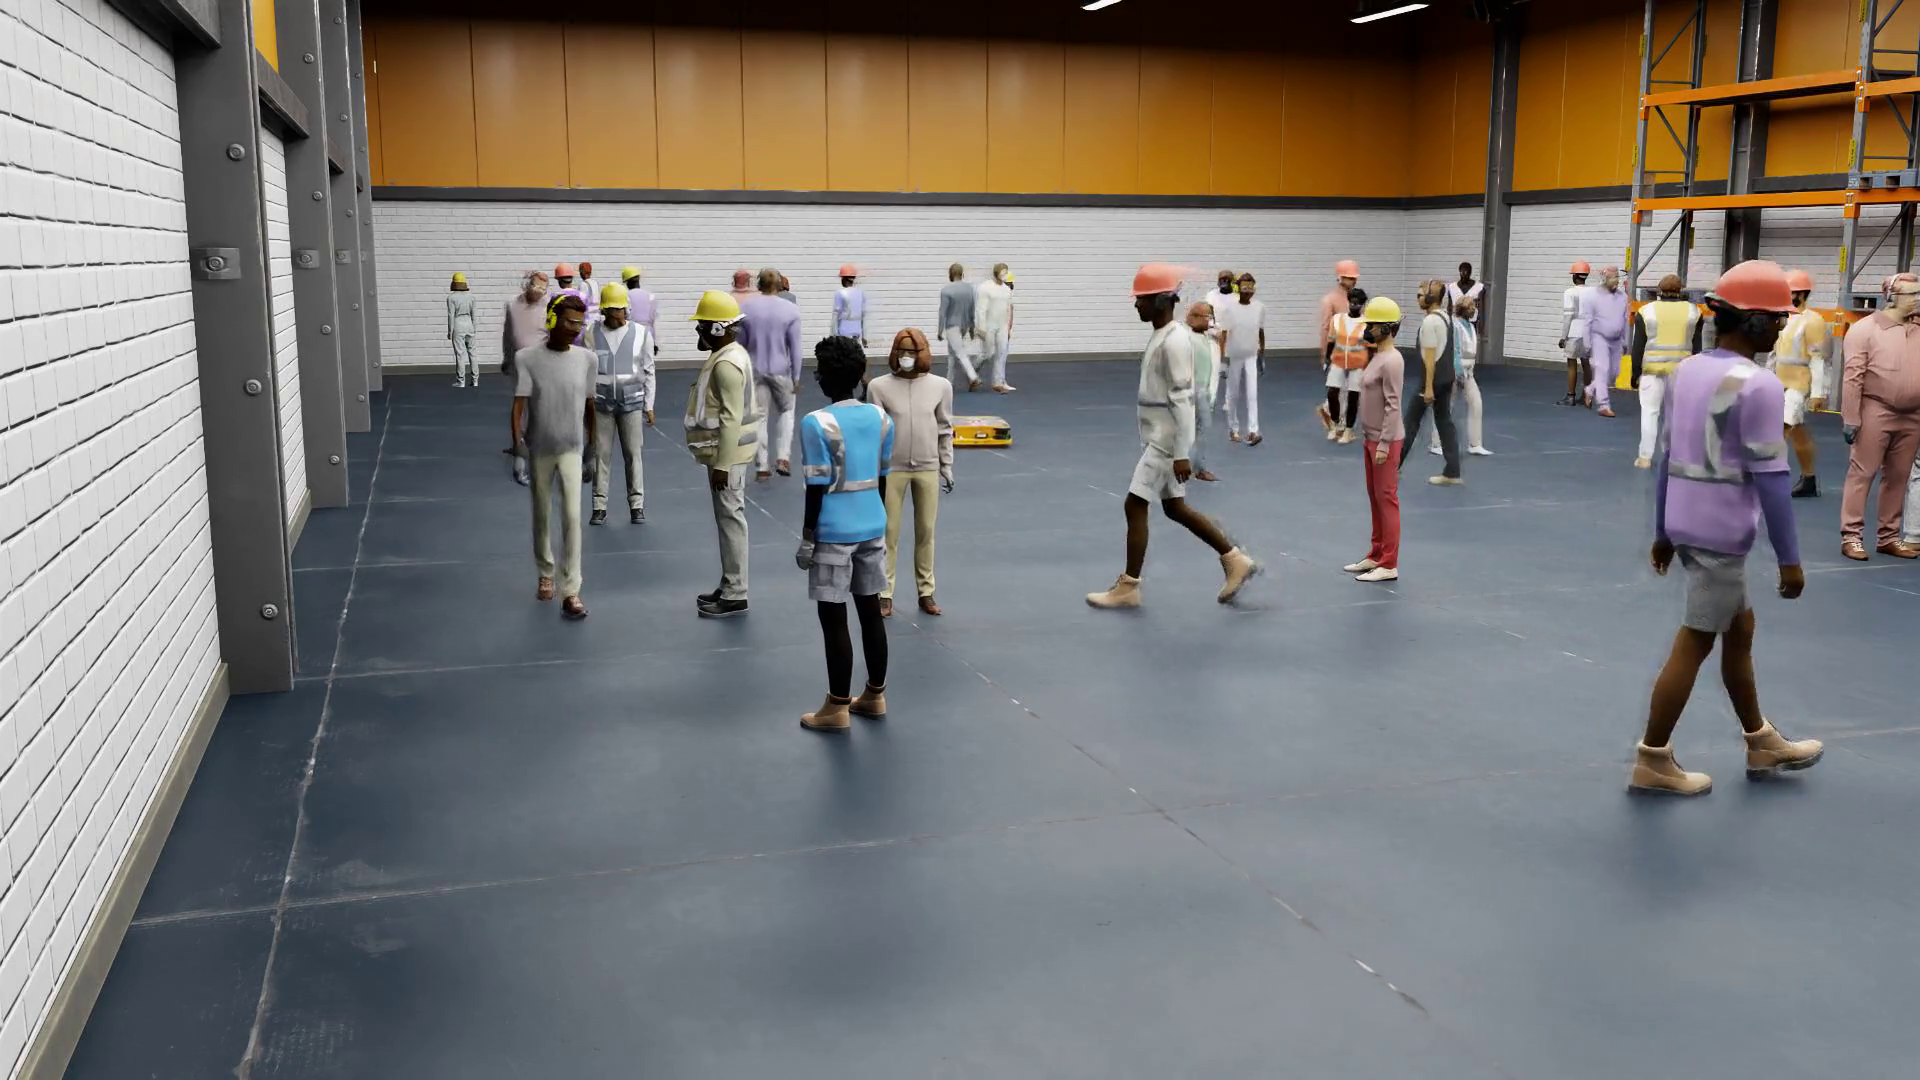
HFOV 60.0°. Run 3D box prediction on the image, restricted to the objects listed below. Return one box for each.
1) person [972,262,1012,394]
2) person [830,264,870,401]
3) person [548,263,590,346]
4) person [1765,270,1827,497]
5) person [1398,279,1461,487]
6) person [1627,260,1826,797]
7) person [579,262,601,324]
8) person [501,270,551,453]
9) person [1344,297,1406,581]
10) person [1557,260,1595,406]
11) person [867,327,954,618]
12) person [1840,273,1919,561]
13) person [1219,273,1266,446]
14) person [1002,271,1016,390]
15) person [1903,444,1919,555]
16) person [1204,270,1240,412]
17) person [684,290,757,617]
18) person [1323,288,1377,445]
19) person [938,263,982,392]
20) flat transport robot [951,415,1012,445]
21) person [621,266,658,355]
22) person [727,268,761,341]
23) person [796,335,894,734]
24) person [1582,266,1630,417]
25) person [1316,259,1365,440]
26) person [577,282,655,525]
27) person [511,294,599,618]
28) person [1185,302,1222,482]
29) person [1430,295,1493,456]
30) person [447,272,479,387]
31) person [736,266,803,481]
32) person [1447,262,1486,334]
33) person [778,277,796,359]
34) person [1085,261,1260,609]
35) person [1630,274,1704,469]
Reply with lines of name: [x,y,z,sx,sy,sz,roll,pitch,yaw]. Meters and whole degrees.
person: [0.450,-3.089,24.238,0.657,1.914,0.745,-8,13,-39]
person: [-1.498,-2.877,23.084,0.982,1.898,0.547,7,12,37]
person: [-4.975,-2.547,21.117,0.557,1.913,0.804,-6,12,-33]
person: [6.774,-1.271,13.770,0.927,1.891,0.562,0,10,-1]
person: [4.044,-1.380,14.647,0.905,1.804,0.532,8,13,38]
person: [2.966,-0.023,6.212,0.957,2.002,0.627,0,10,-3]
person: [-6.216,-3.704,27.878,0.357,1.884,0.574,2,10,12]
person: [-4.357,-1.778,16.789,0.760,1.871,0.397,3,10,18]
person: [2.613,-0.624,10.394,0.310,1.769,0.522,0,10,2]
person: [8.260,-2.760,22.255,0.542,1.939,0.362,-3,10,-19]
person: [-0.277,-0.378,9.349,0.502,1.631,0.285,-2,10,-11]
person: [6.195,-0.813,11.076,0.653,1.906,0.408,-2,10,-10]
person: [3.024,-1.912,17.682,0.550,1.817,0.985,-1,10,-3]
person: [0.676,-3.118,24.826,0.315,1.769,0.523,-1,10,-6]
person: [6.579,-0.777,11.058,0.429,1.841,0.636,-4,10,-20]
person: [3.364,-2.530,21.279,0.654,1.811,0.848,4,10,21]
person: [-1.347,-0.484,9.384,0.403,1.833,0.586,-1,10,-8]
person: [4.127,-1.837,17.663,0.597,1.665,0.398,6,11,29]
person: [-0.002,-3.115,24.450,0.641,1.909,0.967,-9,13,-43]
flat transport robot: [0.158,-1.196,18.025,0.652,0.197,1.431,-1,10,-5]
person: [-4.165,-2.613,21.574,0.589,1.881,0.858,-8,12,-37]
person: [-2.455,-2.147,18.902,0.653,1.884,0.792,-1,10,-5]
person: [-0.498,-0.025,7.120,0.315,1.696,0.541,7,12,37]
person: [8.100,-2.504,20.934,0.650,1.884,0.741,-3,10,-18]
person: [4.198,-2.094,18.303,0.638,1.967,0.586,-7,12,-35]
person: [-2.592,-1.023,12.538,0.586,1.824,0.403,-2,10,-10]
person: [-2.316,-0.494,9.530,0.536,1.816,0.952,-3,10,-19]
person: [2.088,-1.333,14.937,0.542,1.612,0.509,3,10,19]
person: [5.058,-1.624,16.631,0.529,1.614,0.709,-9,14,-43]
person: [-7.607,-3.204,25.392,0.294,1.744,0.484,9,13,42]
person: [-1.713,-1.493,14.995,0.640,1.921,0.542,1,10,5]
person: [7.877,-3.381,25.969,0.607,1.895,0.590,5,11,28]
person: [-3.091,-3.763,28.969,0.502,1.627,0.270,1,10,4]
person: [1.245,-0.587,9.504,0.959,2.004,0.612,0,10,2]
person: [6.676,-1.589,15.761,0.633,1.841,0.429,2,10,9]
